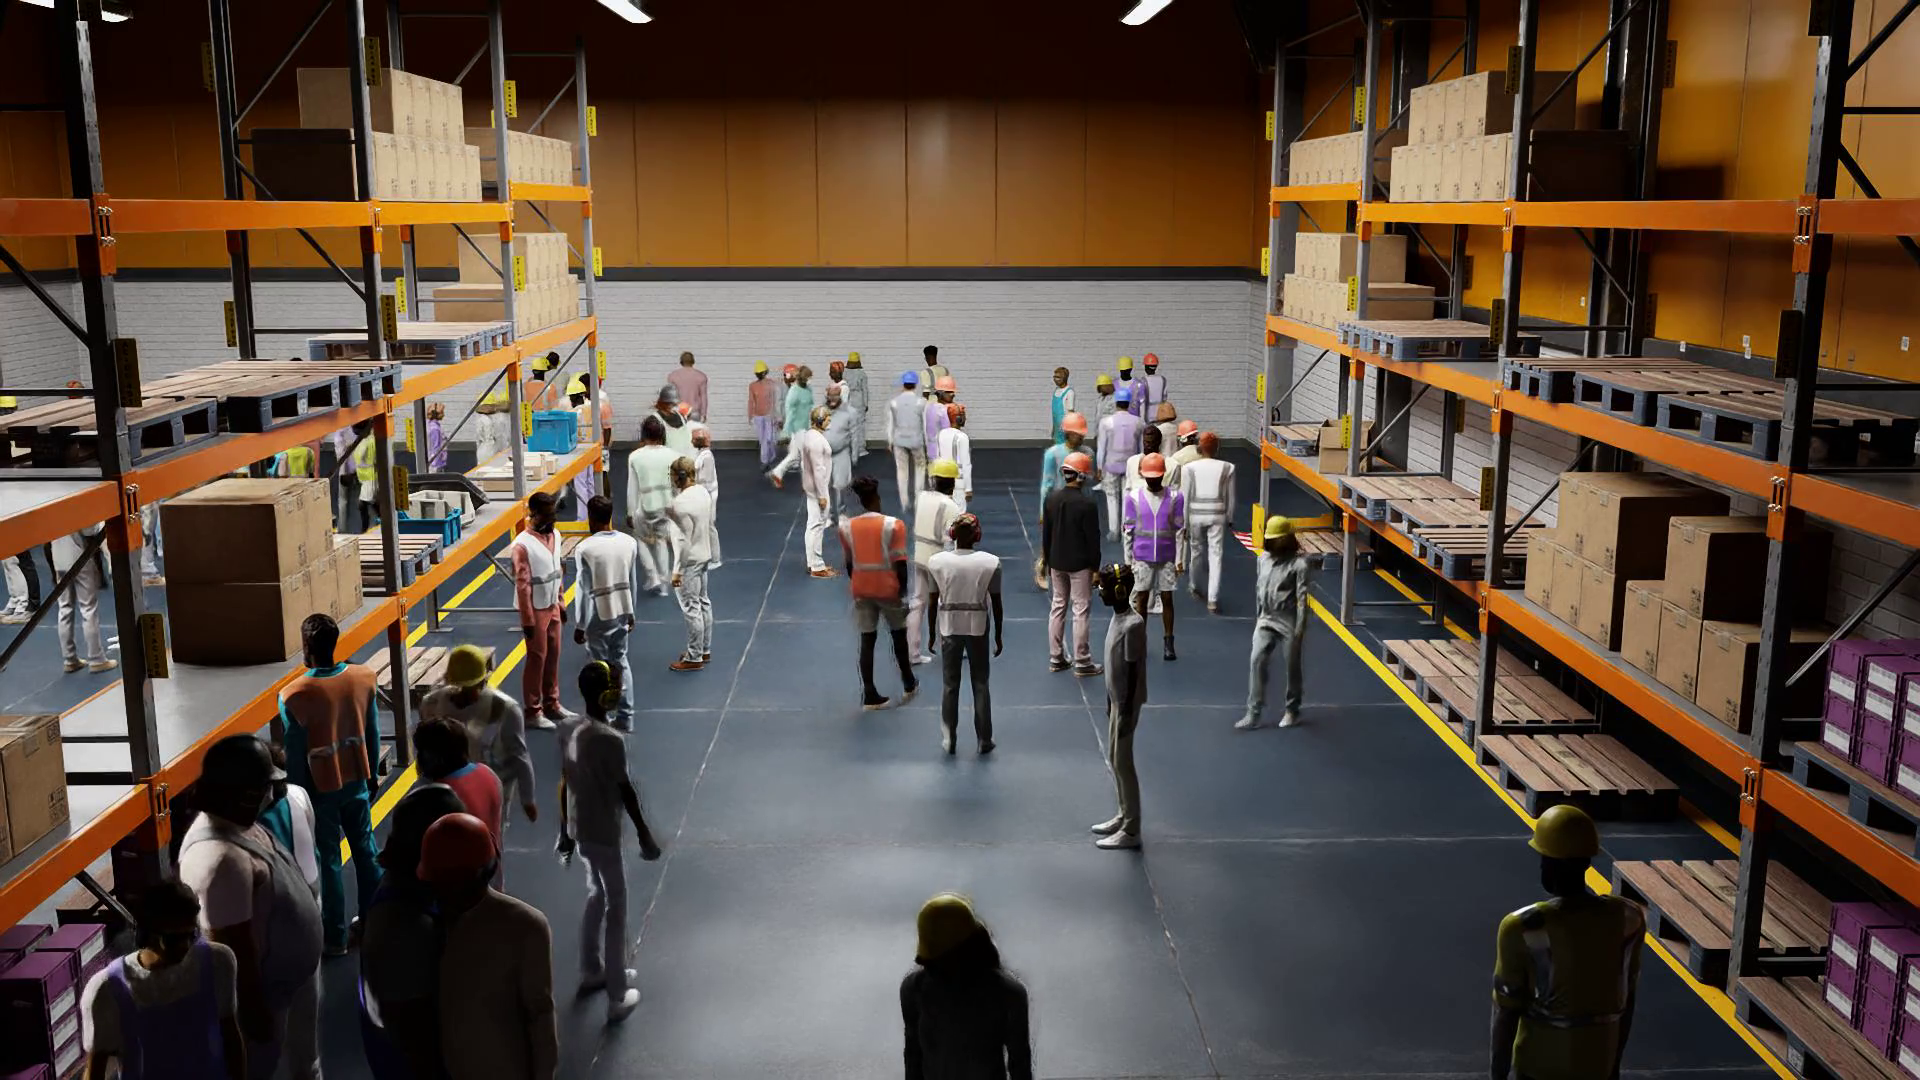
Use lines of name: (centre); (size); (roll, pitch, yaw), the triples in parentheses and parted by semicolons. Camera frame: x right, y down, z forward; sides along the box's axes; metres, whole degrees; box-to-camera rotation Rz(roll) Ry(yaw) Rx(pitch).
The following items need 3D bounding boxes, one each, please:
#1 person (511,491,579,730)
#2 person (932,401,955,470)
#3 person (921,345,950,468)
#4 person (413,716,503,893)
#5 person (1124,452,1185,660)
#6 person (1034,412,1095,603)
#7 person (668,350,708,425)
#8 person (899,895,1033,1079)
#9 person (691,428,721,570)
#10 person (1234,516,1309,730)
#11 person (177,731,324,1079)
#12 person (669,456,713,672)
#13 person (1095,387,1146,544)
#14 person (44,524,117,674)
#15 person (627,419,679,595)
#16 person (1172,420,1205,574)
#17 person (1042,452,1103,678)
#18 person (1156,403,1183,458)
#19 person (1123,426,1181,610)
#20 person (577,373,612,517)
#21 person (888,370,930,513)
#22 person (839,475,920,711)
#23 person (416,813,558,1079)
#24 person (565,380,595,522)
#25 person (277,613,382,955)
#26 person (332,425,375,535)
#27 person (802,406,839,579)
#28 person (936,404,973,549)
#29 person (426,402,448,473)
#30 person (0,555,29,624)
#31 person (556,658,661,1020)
person: (-3.325, 0.554, 13.201); (0.409, 1.909, 0.593); (3, 12, 15)
person: (-0.182, -0.891, 20.858); (0.348, 1.740, 0.574); (-3, 12, -14)
person: (-0.426, -2.122, 26.480); (0.376, 1.959, 0.603); (9, 14, 38)
person: (-2.324, 1.698, 7.656); (0.429, 1.832, 0.635); (2, 11, 10)
person: (1.769, 0.149, 15.189); (0.548, 1.925, 0.389); (1, 11, 5)
person: (1.092, -0.357, 17.442); (0.641, 2.029, 0.695); (-6, 13, -27)
person: (-4.279, -2.035, 26.194); (0.638, 1.909, 0.935); (-3, 12, -13)
person: (0.041, 2.063, 6.172); (0.501, 1.701, 0.751); (2, 11, 11)
person: (-2.923, -0.474, 19.030); (0.311, 1.638, 0.522); (-5, 12, -22)
person: (2.460, 0.670, 13.063); (0.512, 1.714, 0.717); (11, 15, 43)
person: (-2.892, 1.755, 6.833); (0.536, 2.000, 0.693); (-5, 12, -23)
person: (-2.416, 0.211, 14.840); (0.373, 1.938, 0.630); (2, 11, 10)
person: (1.984, -0.912, 20.477); (0.644, 1.945, 0.432); (-1, 11, -6)
person: (-7.821, 0.277, 14.737); (0.527, 1.843, 0.354); (1, 11, 7)
person: (-3.273, -0.337, 17.694); (0.632, 1.893, 0.457); (-8, 14, -36)
person: (2.567, -0.482, 18.801); (0.566, 1.743, 0.353); (-7, 13, -32)
person: (1.004, 0.215, 14.682); (0.611, 1.989, 0.391); (10, 15, 41)
person: (2.677, -0.960, 21.501); (0.521, 1.623, 0.298); (-9, 15, -39)
person: (1.956, -0.220, 17.043); (0.593, 1.920, 0.392); (6, 13, 26)
person: (-4.871, -1.249, 22.100); (0.600, 1.959, 0.384); (10, 15, 41)
person: (-0.682, -1.339, 22.624); (0.631, 1.924, 0.515); (1, 11, 7)
person: (-0.645, 0.411, 13.860); (0.645, 1.922, 0.880); (4, 12, 20)
person: (-1.760, 1.934, 6.081); (0.616, 1.986, 0.407); (3, 12, 15)
person: (-4.895, -1.103, 21.482); (0.402, 1.917, 0.592); (4, 12, 17)
person: (-3.459, 1.346, 9.192); (0.392, 1.919, 0.590); (8, 14, 34)
person: (-7.503, -0.890, 20.519); (0.866, 1.867, 0.609); (7, 13, 30)
person: (-1.576, -0.537, 18.588); (0.372, 1.937, 0.627); (-2, 11, -11)
person: (-0.045, -0.632, 19.204); (0.356, 1.882, 0.574); (-8, 14, -36)
person: (-6.774, -0.968, 21.522); (0.314, 1.631, 0.525); (-5, 12, -22)
person: (-9.512, -0.111, 16.580); (0.345, 1.883, 0.584); (-10, 15, -41)
person: (-1.821, 1.509, 8.550); (0.412, 1.849, 0.509); (-10, 15, -42)
